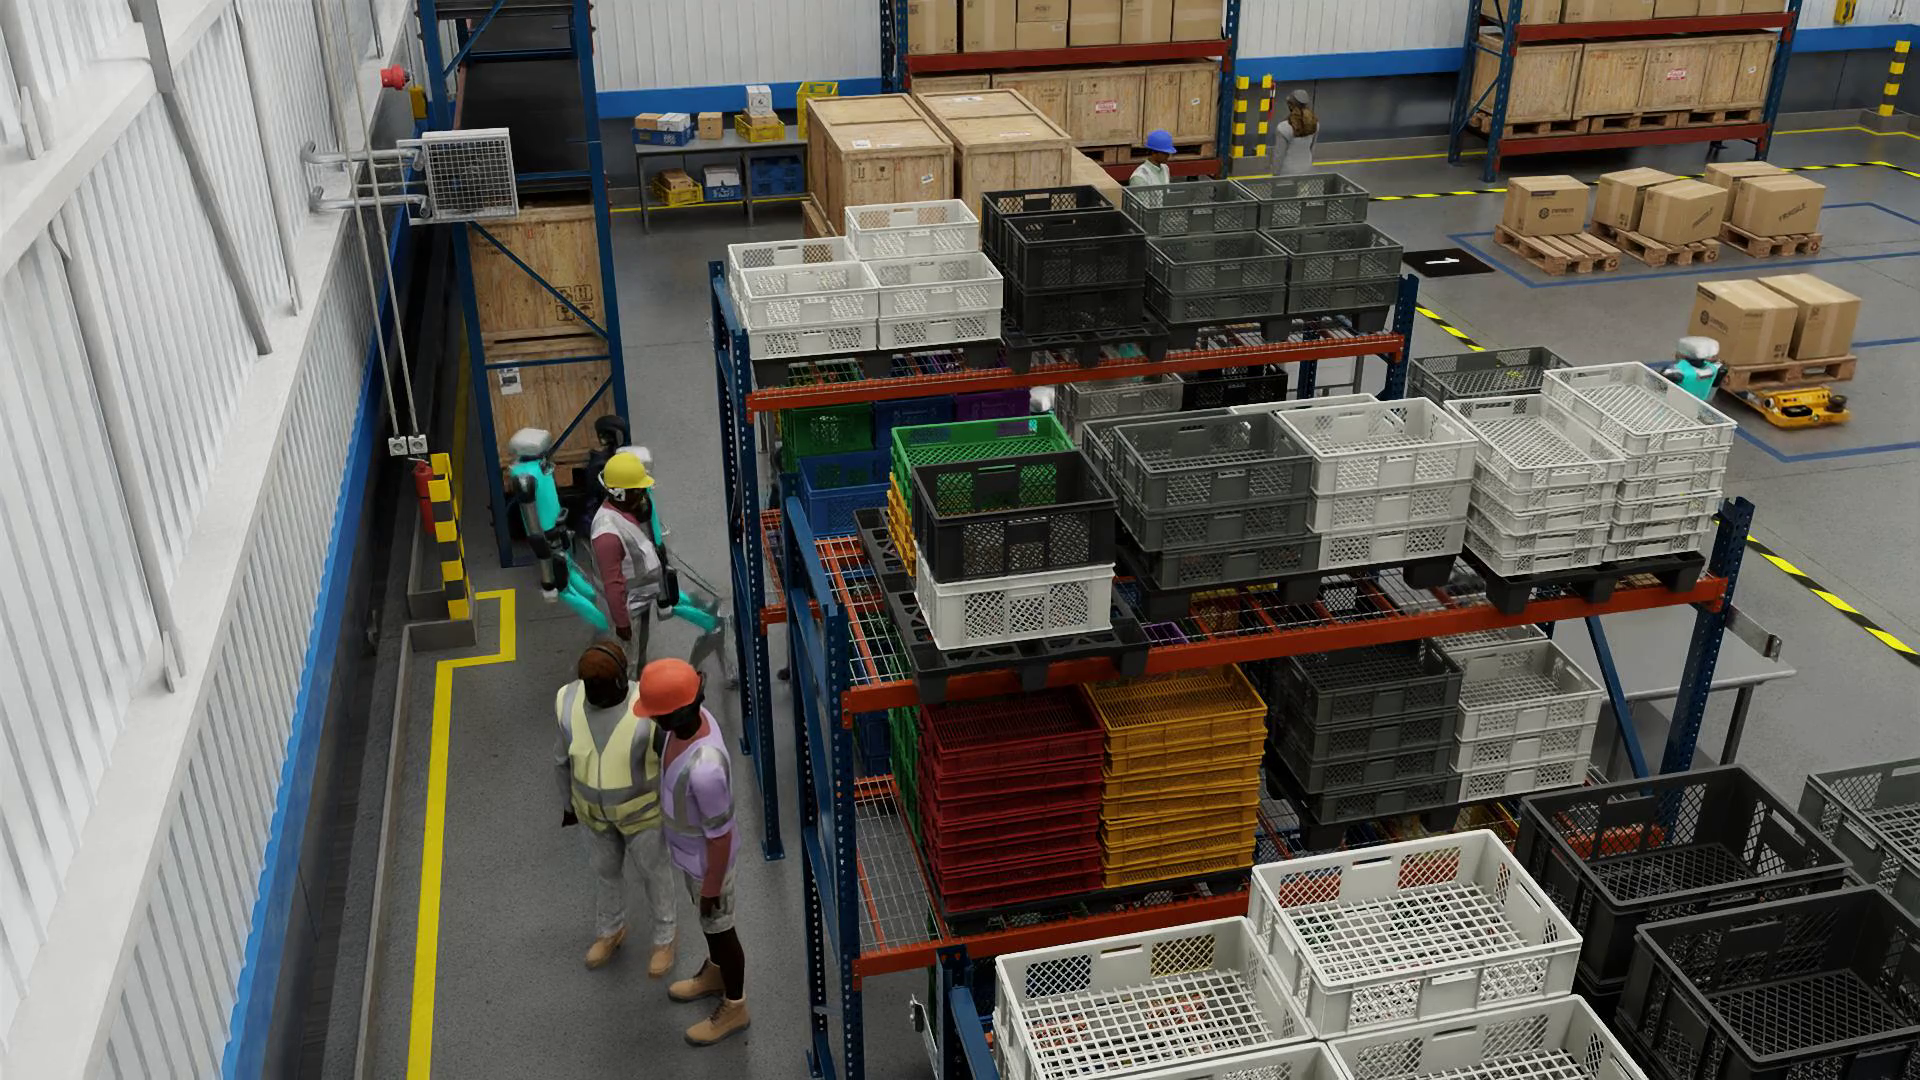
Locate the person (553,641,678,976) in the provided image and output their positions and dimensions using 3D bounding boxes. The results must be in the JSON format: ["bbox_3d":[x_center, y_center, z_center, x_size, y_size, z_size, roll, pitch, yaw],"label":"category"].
[{"bbox_3d":[-1.618,1.282,7.928,0.633,1.839,0.429,5,28,10],"label":"person"}]

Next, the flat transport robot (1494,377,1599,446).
[{"bbox_3d":[4.780,-1.036,14.013,0.659,0.231,1.431,-6,28,-12],"label":"flat transport robot"}]

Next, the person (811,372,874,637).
[{"bbox_3d":[-0.750,-0.244,10.779,0.573,1.882,0.353,-7,29,-13],"label":"person"}]

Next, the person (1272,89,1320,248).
[{"bbox_3d":[3.610,-3.984,17.994,0.563,1.769,0.399,-16,32,-28],"label":"person"}]

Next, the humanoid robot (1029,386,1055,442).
[{"bbox_3d":[0.329,-0.229,10.813,0.699,1.713,0.530,19,33,32],"label":"humanoid robot"}]

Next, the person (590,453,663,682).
[{"bbox_3d":[-1.928,0.323,9.771,0.405,1.824,0.589,2,28,3],"label":"person"}]

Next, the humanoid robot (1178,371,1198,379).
[{"bbox_3d":[1.416,-0.410,11.375,0.747,1.651,0.609,-1,28,-1],"label":"humanoid robot"}]

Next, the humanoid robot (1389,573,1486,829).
[{"bbox_3d":[2.435,0.891,8.855,0.479,1.631,0.625,-14,31,-24],"label":"humanoid robot"}]

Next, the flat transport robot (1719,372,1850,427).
[{"bbox_3d":[7.073,-1.389,14.652,0.652,0.197,1.431,-6,28,-12],"label":"flat transport robot"}]

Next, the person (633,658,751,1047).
[{"bbox_3d":[-1.196,1.403,7.497,0.405,2.031,0.607,-9,29,-17],"label":"person"}]

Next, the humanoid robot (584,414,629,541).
[{"bbox_3d":[-2.242,-0.029,10.603,0.388,1.641,0.602,-4,28,-7],"label":"humanoid robot"}]

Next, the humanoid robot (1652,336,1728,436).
[{"bbox_3d":[4.832,-0.665,11.752,0.557,1.790,0.803,-11,30,-20],"label":"humanoid robot"}]

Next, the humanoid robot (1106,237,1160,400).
[{"bbox_3d":[1.500,-1.593,13.570,0.543,1.776,1.050,-7,29,-13],"label":"humanoid robot"}]

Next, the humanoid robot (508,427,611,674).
[{"bbox_3d":[-2.294,0.158,10.226,0.795,1.809,0.546,-2,28,-4],"label":"humanoid robot"}]

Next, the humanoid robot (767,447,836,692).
[{"bbox_3d":[-0.999,0.165,10.220,0.331,1.656,0.608,-9,29,-17],"label":"humanoid robot"}]

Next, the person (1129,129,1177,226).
[{"bbox_3d":[1.815,-2.944,15.845,0.412,1.939,0.602,18,33,31],"label":"person"}]

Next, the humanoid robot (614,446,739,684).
[{"bbox_3d":[-1.625,0.243,10.094,0.860,1.849,0.531,-12,30,-21],"label":"humanoid robot"}]
